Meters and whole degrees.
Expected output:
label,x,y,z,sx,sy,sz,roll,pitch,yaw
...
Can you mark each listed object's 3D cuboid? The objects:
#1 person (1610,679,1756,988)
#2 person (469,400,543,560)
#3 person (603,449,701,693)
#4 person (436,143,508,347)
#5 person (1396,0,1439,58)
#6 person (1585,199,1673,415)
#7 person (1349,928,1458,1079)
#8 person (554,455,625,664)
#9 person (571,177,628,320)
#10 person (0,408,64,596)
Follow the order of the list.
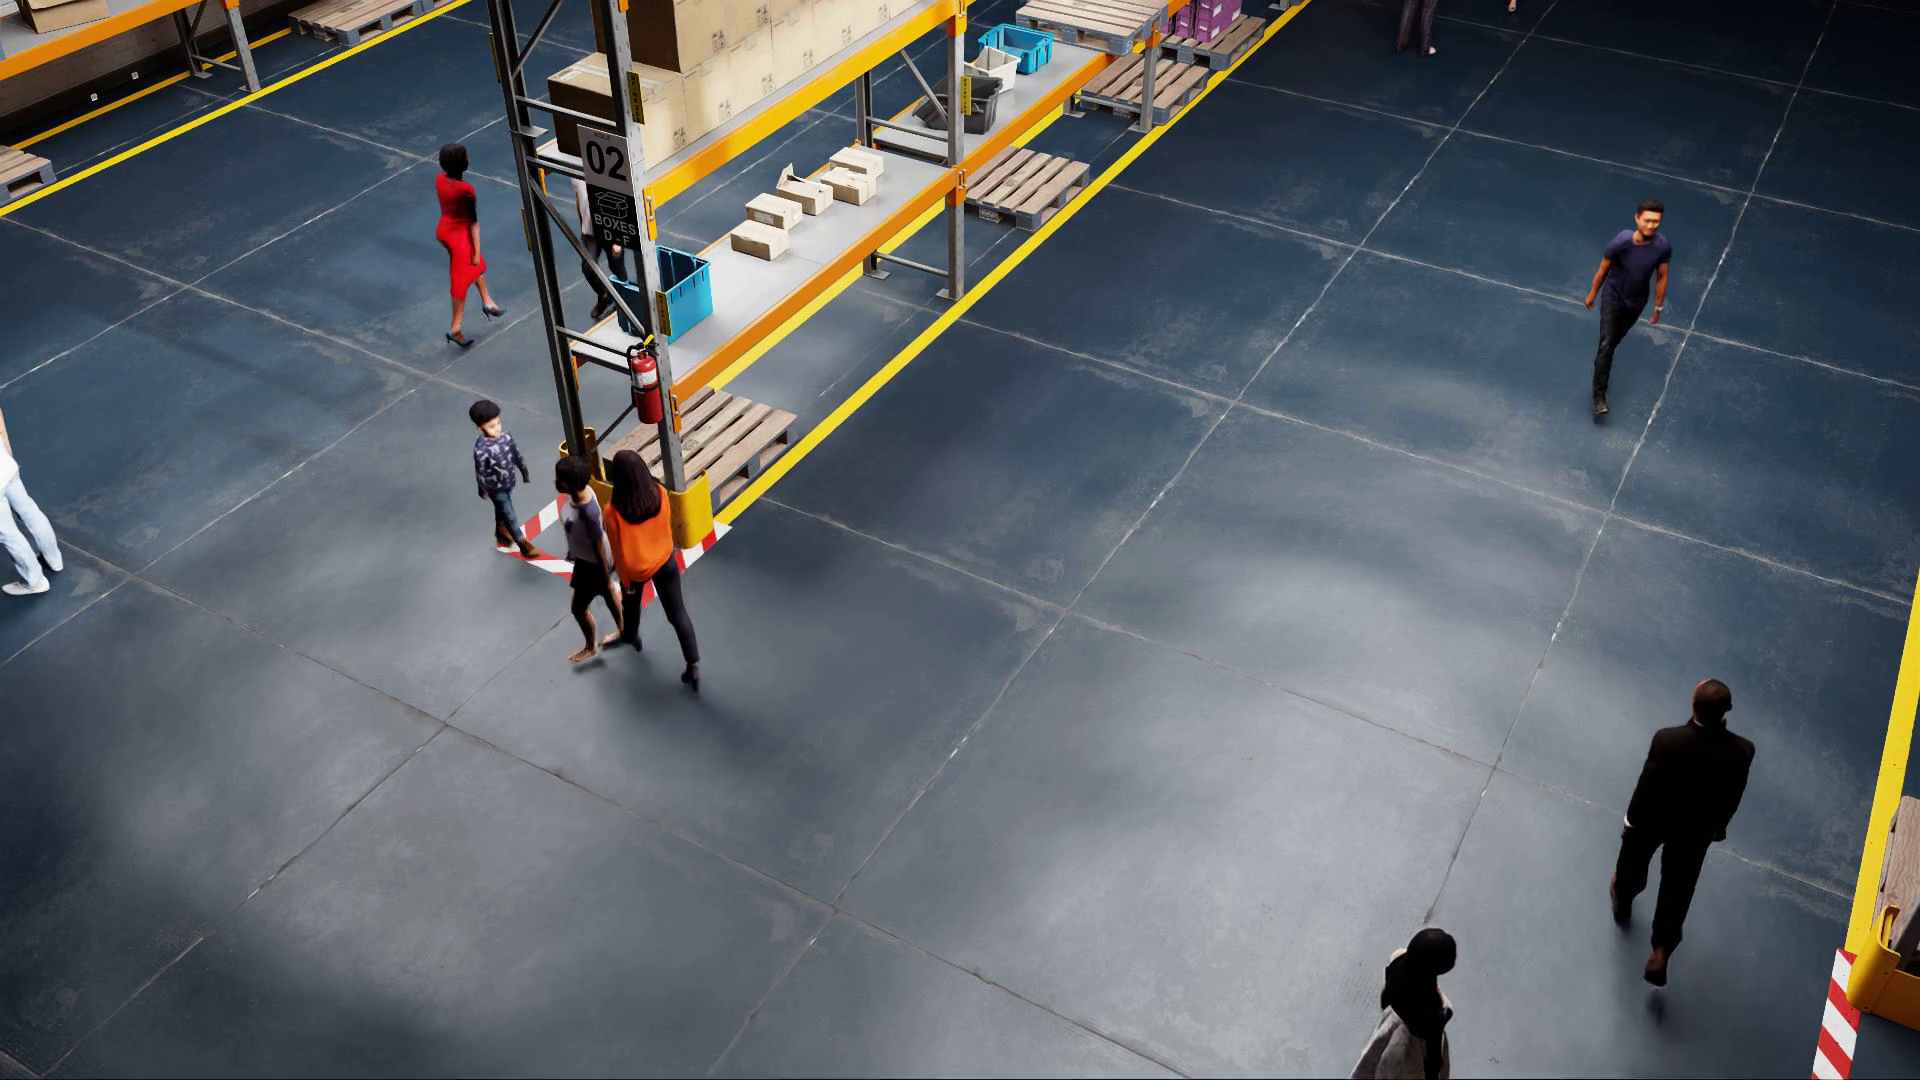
label,x,y,z,sx,sy,sz,roll,pitch,yaw
person,3.782,1.538,8.760,0.845,1.883,1.209,11,40,14
person,-3.306,-0.459,11.784,0.583,1.229,0.706,22,44,25
person,-1.930,0.224,10.553,1.106,1.699,0.960,-24,45,-27
person,-4.241,-2.430,13.878,0.680,1.696,0.951,32,48,33
person,5.253,-6.404,18.714,0.685,1.870,0.575,25,45,28
person,5.273,-1.933,13.217,0.972,1.744,1.236,4,39,6
person,2.070,2.408,7.757,0.828,1.774,0.775,-12,40,-14
person,-2.327,0.088,10.845,0.831,1.546,0.765,-14,41,-17
person,-3.013,-2.687,14.191,0.695,1.708,0.693,12,40,15
person,-6.556,-0.445,11.258,0.809,1.864,0.654,3,39,3
